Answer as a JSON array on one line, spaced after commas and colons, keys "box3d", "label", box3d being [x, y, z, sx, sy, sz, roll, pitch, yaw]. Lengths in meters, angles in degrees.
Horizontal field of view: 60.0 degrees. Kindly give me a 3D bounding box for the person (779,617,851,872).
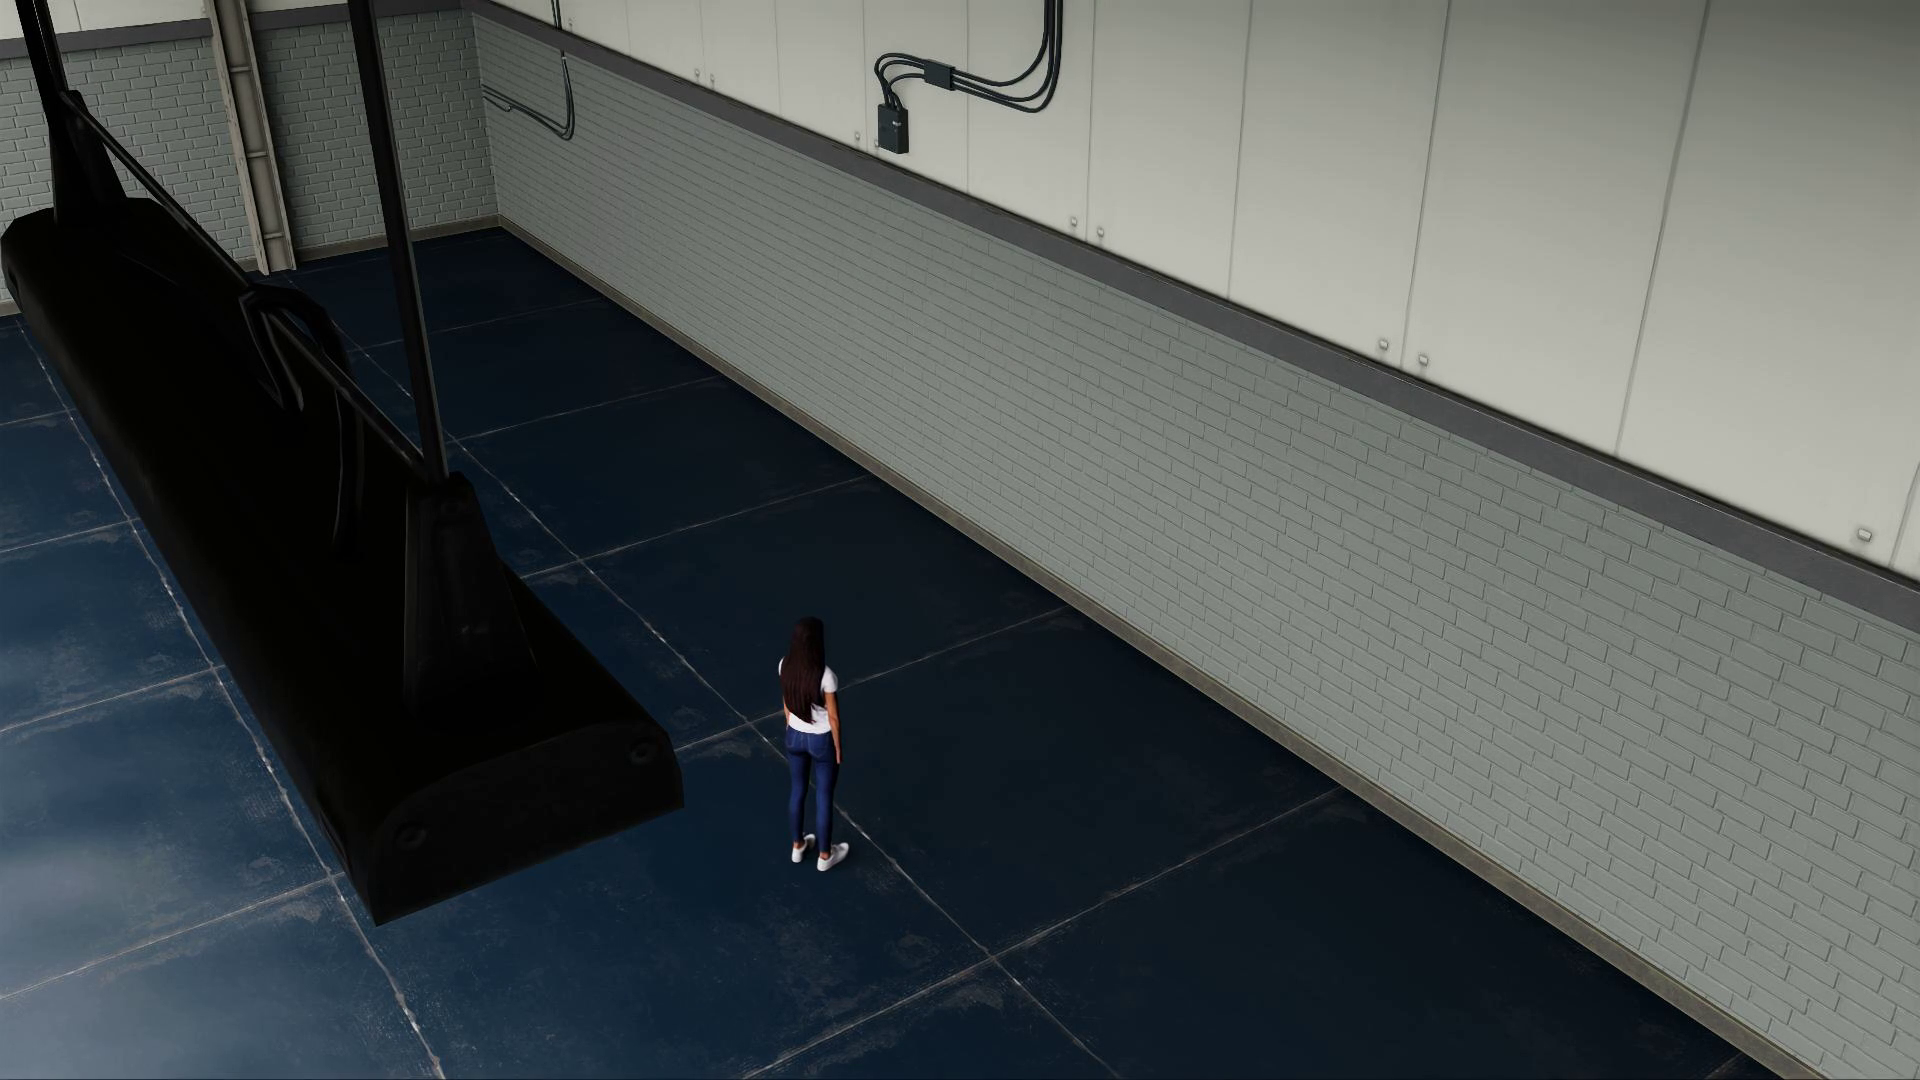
[{"box3d": [-0.920, 1.261, 10.281, 0.653, 1.774, 0.643, 15, 32, 26], "label": "person"}]
